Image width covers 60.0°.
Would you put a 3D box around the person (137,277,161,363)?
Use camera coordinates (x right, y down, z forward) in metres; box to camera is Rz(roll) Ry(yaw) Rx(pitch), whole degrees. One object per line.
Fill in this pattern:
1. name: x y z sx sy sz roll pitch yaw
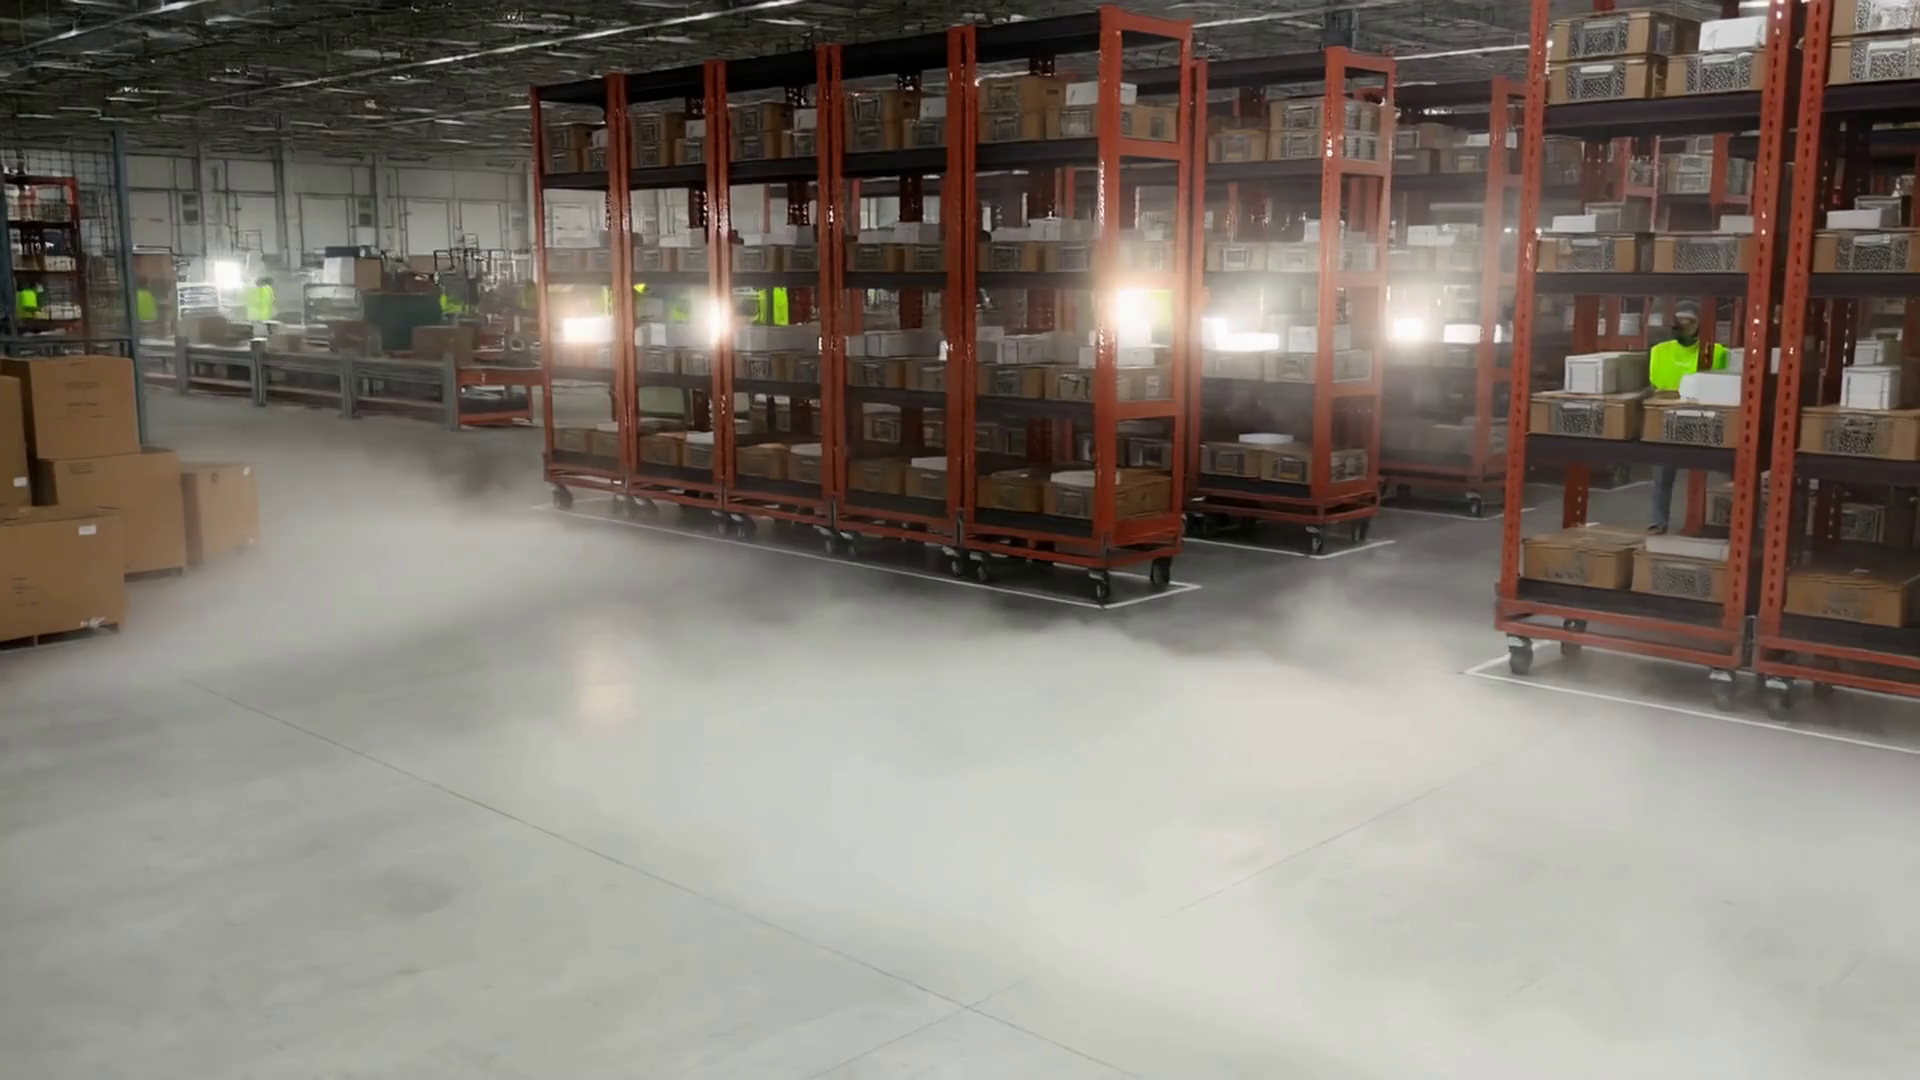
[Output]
1. person: -17.889 -4.842 36.638 0.454 1.892 0.672 -7 12 -38

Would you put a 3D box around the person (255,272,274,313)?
1. person: -16.048 -5.155 38.288 1.043 2.001 0.625 -8 12 -41

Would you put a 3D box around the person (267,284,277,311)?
1. person: -23.919 -8.229 57.502 1.031 1.866 0.609 -1 9 -5

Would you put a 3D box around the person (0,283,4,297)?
1. person: -44.800 -11.383 77.172 0.653 1.782 0.896 0 9 2

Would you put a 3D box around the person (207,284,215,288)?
1. person: -40.417 -13.529 89.808 0.584 1.928 0.367 5 11 28

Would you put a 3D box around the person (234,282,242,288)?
1. person: -24.510 -8.033 56.608 0.533 1.768 0.310 0 9 1

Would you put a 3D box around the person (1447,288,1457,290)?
1. person: 18.651 -9.042 63.193 0.507 1.631 0.266 -6 11 -32

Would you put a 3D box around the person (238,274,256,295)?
1. person: -23.681 -7.873 55.268 0.607 1.897 0.427 0 9 0

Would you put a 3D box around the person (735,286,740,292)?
1. person: -10.755 -11.807 79.216 0.632 1.940 0.372 -5 11 -29

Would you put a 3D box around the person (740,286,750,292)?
1. person: -8.210 -9.199 63.225 0.379 1.938 0.547 -9 13 -43

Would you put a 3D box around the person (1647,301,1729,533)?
1. person: 5.184 -0.787 11.930 0.565 1.846 0.390 9 13 44

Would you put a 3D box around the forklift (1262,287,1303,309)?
1. forklift: 10.769 -8.203 54.240 1.129 2.768 1.873 8 12 42

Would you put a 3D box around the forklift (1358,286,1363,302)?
1. forklift: 11.100 -7.017 46.970 1.873 2.768 1.129 9 13 43

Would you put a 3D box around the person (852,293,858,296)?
1. person: -3.826 -8.638 59.866 0.646 1.905 0.566 5 11 30

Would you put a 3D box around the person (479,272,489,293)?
1. person: -24.506 -12.783 85.306 0.828 1.893 0.622 -7 12 -39

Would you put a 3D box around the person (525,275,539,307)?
1. person: -17.544 -9.944 68.168 0.541 1.822 0.962 2 9 10
